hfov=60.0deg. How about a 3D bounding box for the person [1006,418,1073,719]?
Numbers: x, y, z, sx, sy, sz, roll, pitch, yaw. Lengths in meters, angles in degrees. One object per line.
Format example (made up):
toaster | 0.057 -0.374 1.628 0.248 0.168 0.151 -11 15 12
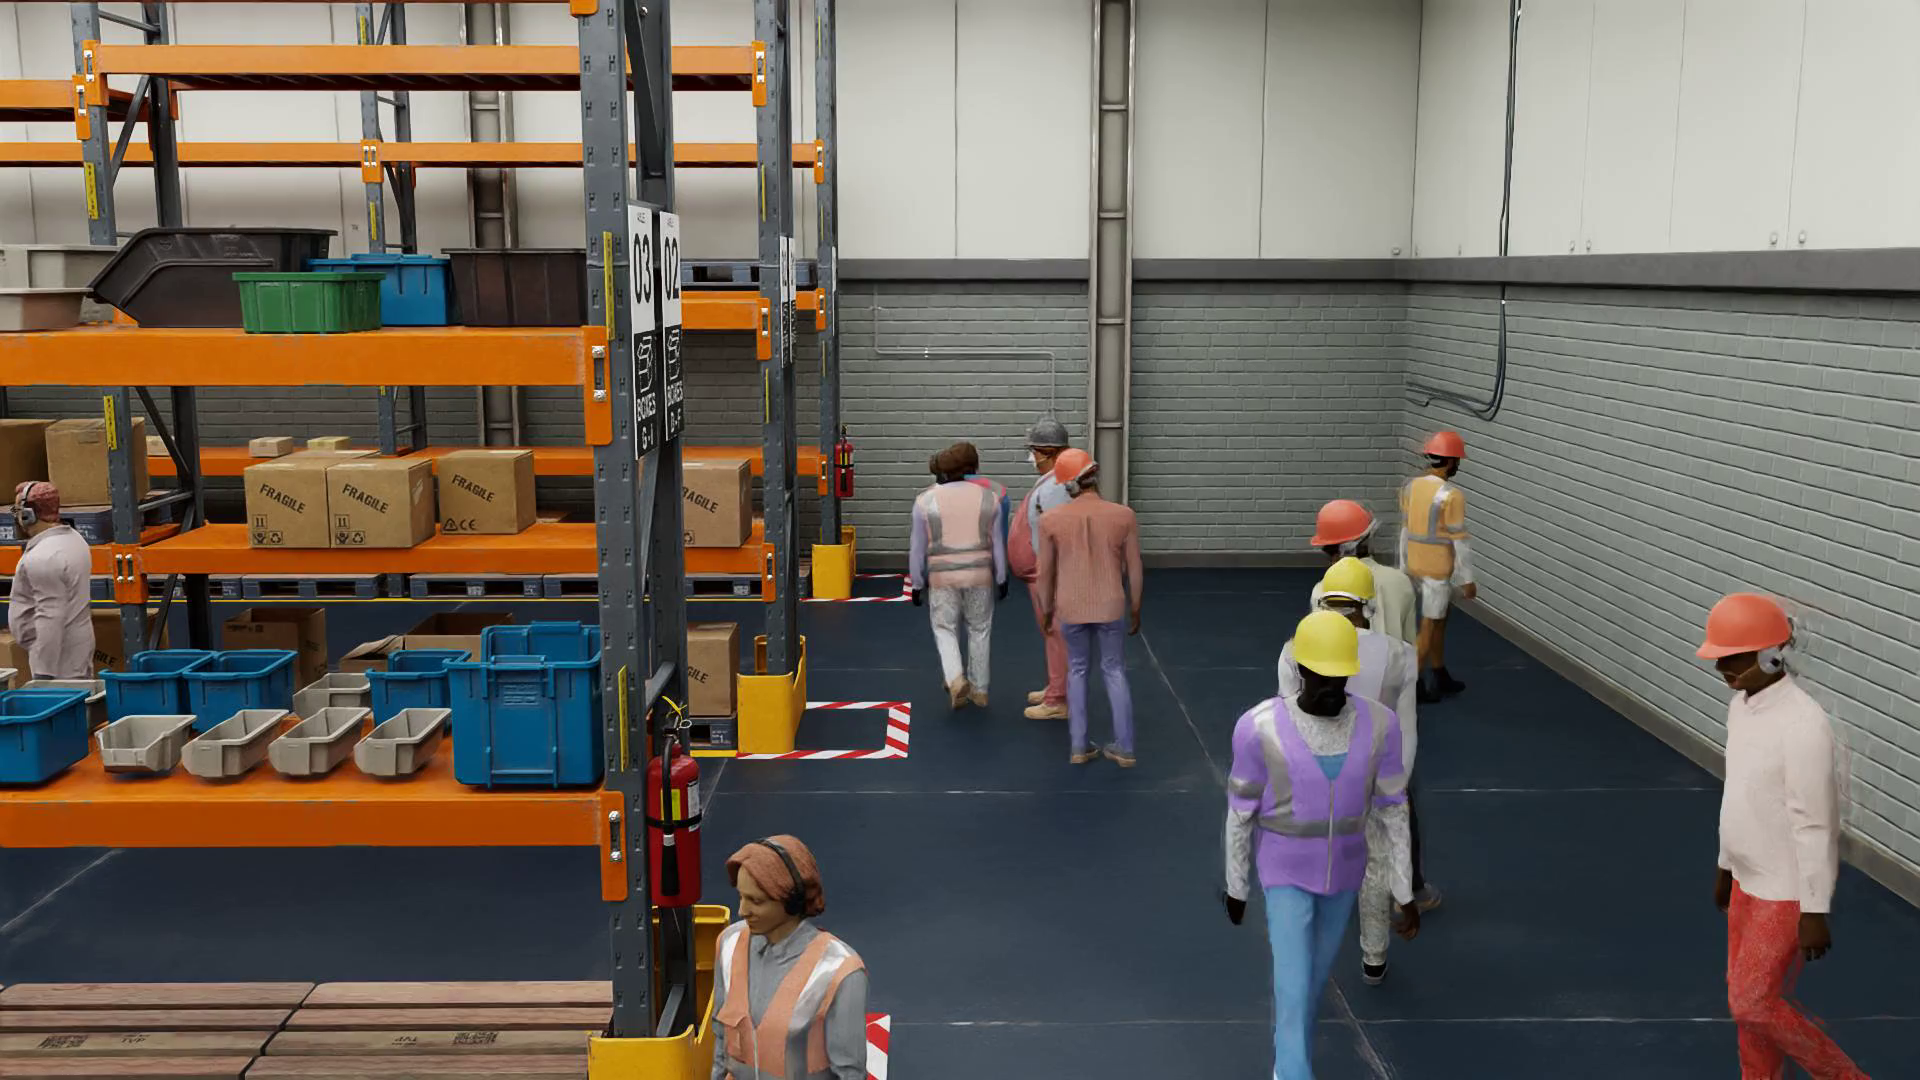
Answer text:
person | 0.581 0.186 11.281 0.536 2.000 0.684 1 9 9

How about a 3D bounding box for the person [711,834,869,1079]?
person | -0.430 1.537 4.261 0.524 1.630 0.316 7 12 37

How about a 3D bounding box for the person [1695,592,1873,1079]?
person | 2.754 1.151 5.609 0.597 1.959 0.648 1 9 5

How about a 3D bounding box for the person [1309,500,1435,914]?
person | 1.912 0.785 7.930 0.678 1.946 0.680 -4 10 -24

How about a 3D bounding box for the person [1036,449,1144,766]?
person | 0.793 0.422 10.134 0.647 1.947 0.419 1 9 5

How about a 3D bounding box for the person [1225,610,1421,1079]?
person | 1.253 1.174 5.670 0.609 1.887 0.876 -2 9 -12

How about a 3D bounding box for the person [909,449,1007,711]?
person | 0.007 0.290 11.367 0.697 1.813 0.594 -2 9 -10

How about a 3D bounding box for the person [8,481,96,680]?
person | -4.908 0.627 9.005 0.400 1.905 0.643 -2 10 -14

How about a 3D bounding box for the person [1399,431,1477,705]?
person | 3.399 0.195 11.598 0.714 1.914 0.564 -3 10 -19

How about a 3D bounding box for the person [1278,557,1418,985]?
person | 1.623 0.982 7.053 0.593 1.828 0.403 1 9 6

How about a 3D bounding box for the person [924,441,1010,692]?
person | 0.051 0.215 11.776 0.630 1.824 0.503 0 9 1
